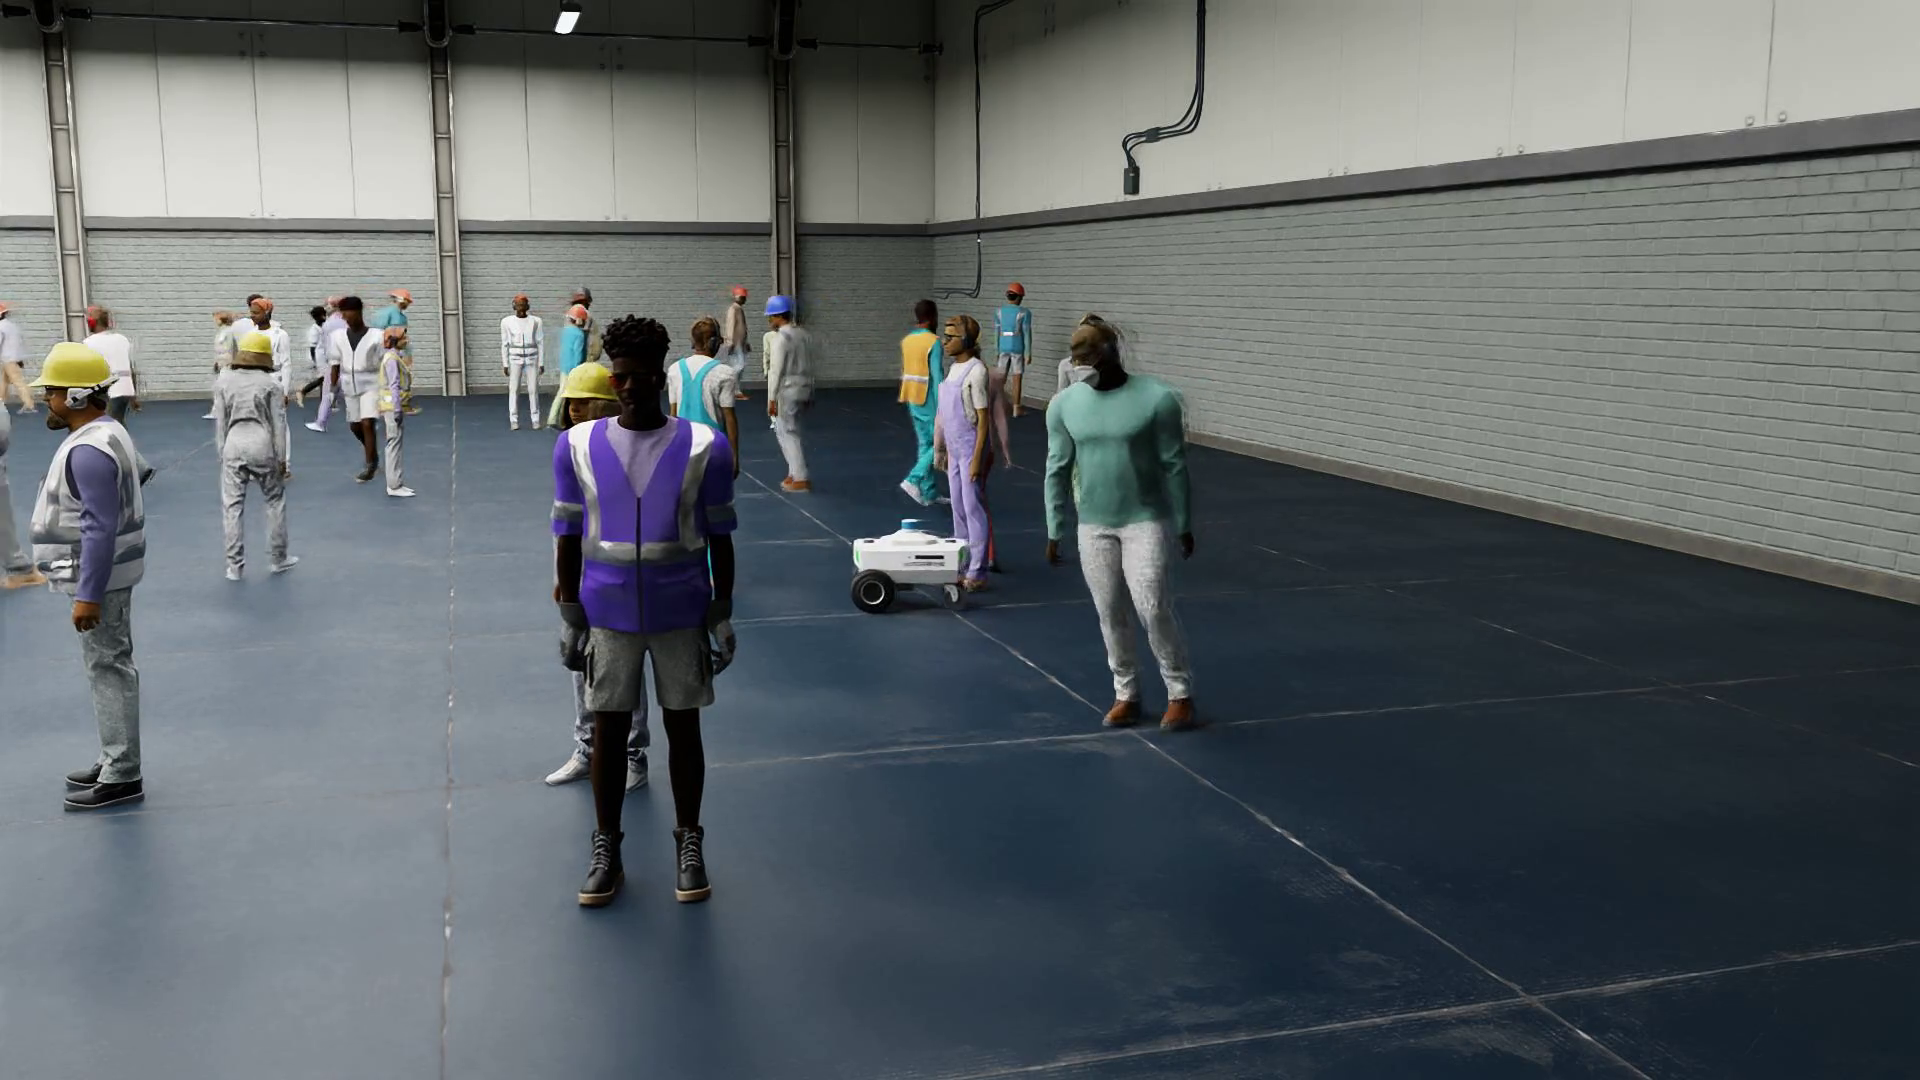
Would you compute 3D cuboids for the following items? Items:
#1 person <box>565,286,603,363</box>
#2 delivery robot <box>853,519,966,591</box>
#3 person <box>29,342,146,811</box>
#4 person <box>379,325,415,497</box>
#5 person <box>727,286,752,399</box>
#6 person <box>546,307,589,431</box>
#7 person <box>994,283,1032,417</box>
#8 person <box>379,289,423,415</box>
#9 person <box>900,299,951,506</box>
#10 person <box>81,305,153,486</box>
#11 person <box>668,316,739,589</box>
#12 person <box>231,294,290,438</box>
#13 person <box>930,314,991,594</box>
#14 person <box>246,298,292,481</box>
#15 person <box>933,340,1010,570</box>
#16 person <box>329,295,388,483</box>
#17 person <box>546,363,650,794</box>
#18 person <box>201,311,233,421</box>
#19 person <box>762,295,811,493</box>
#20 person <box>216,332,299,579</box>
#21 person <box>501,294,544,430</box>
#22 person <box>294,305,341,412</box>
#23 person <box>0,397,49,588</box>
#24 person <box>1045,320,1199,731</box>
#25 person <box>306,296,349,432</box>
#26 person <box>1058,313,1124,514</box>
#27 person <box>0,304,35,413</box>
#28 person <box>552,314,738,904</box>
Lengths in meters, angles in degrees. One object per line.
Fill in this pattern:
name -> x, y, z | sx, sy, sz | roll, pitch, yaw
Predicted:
person -> -5.414, -2.678, 23.894 | 0.564, 2.000, 0.752 | -5, 10, -29
delivery robot -> -0.317, 0.112, 10.519 | 0.707, 0.478, 0.477 | 0, 9, -2
person -> -3.433, 0.140, 6.576 | 0.404, 1.833, 0.590 | -4, 10, -24
person -> -5.403, -1.234, 15.954 | 0.311, 1.639, 0.521 | -3, 9, -18
person -> -3.841, -3.398, 28.715 | 0.472, 1.972, 0.617 | 1, 9, 5
person -> -5.315, -2.348, 22.880 | 0.894, 1.706, 0.563 | -8, 12, -42
person -> 0.817, -2.866, 25.161 | 0.624, 2.030, 0.448 | 5, 10, 27
person -> -8.601, -2.869, 25.454 | 0.844, 1.929, 0.687 | 1, 9, 4
person -> -0.306, -1.239, 15.158 | 0.550, 1.900, 0.608 | -6, 11, -34
person -> -8.264, -1.366, 16.195 | 0.443, 1.826, 0.587 | 2, 9, 11
person -> -1.719, -0.583, 11.197 | 0.517, 1.835, 0.349 | 3, 9, 19
person -> -8.434, -1.994, 19.992 | 0.683, 1.900, 0.433 | -1, 9, -7
person -> 0.027, -0.566, 11.038 | 0.347, 1.847, 0.505 | -4, 10, -22
person -> -7.111, -1.529, 17.066 | 0.573, 1.883, 0.356 | 4, 10, 23
person -> 0.074, -0.657, 12.057 | 0.536, 1.702, 0.926 | -5, 10, -29
person -> -6.181, -1.581, 17.269 | 0.608, 1.931, 0.858 | 1, 9, 8
person -> -1.474, 0.159, 6.731 | 0.488, 1.746, 0.287 | 6, 11, 33
person -> -10.866, -2.546, 24.383 | 0.763, 1.607, 0.546 | -7, 11, -38
person -> -1.695, -1.403, 16.132 | 0.559, 1.917, 0.625 | 3, 9, 17
person -> -4.956, -0.594, 11.668 | 0.488, 1.698, 0.601 | 0, 9, -3
person -> -6.051, -2.459, 23.040 | 0.569, 1.876, 0.349 | -3, 9, -19
person -> -10.111, -2.834, 26.045 | 0.673, 1.671, 0.534 | -1, 9, -7
person -> -6.645, -0.648, 10.944 | 0.689, 2.000, 0.996 | 7, 11, 37
person -> 0.718, -0.058, 7.636 | 0.669, 1.895, 0.471 | 4, 10, 22
person -> -8.390, -2.369, 22.526 | 0.986, 1.855, 0.648 | 3, 10, 21
person -> 0.950, -0.743, 12.210 | 0.529, 1.843, 0.903 | -1, 9, -8
person -> -14.900, -2.826, 25.892 | 0.873, 1.701, 0.582 | -1, 9, -9
person -> -1.041, 0.237, 5.535 | 0.609, 1.965, 0.369 | -1, 9, -4
